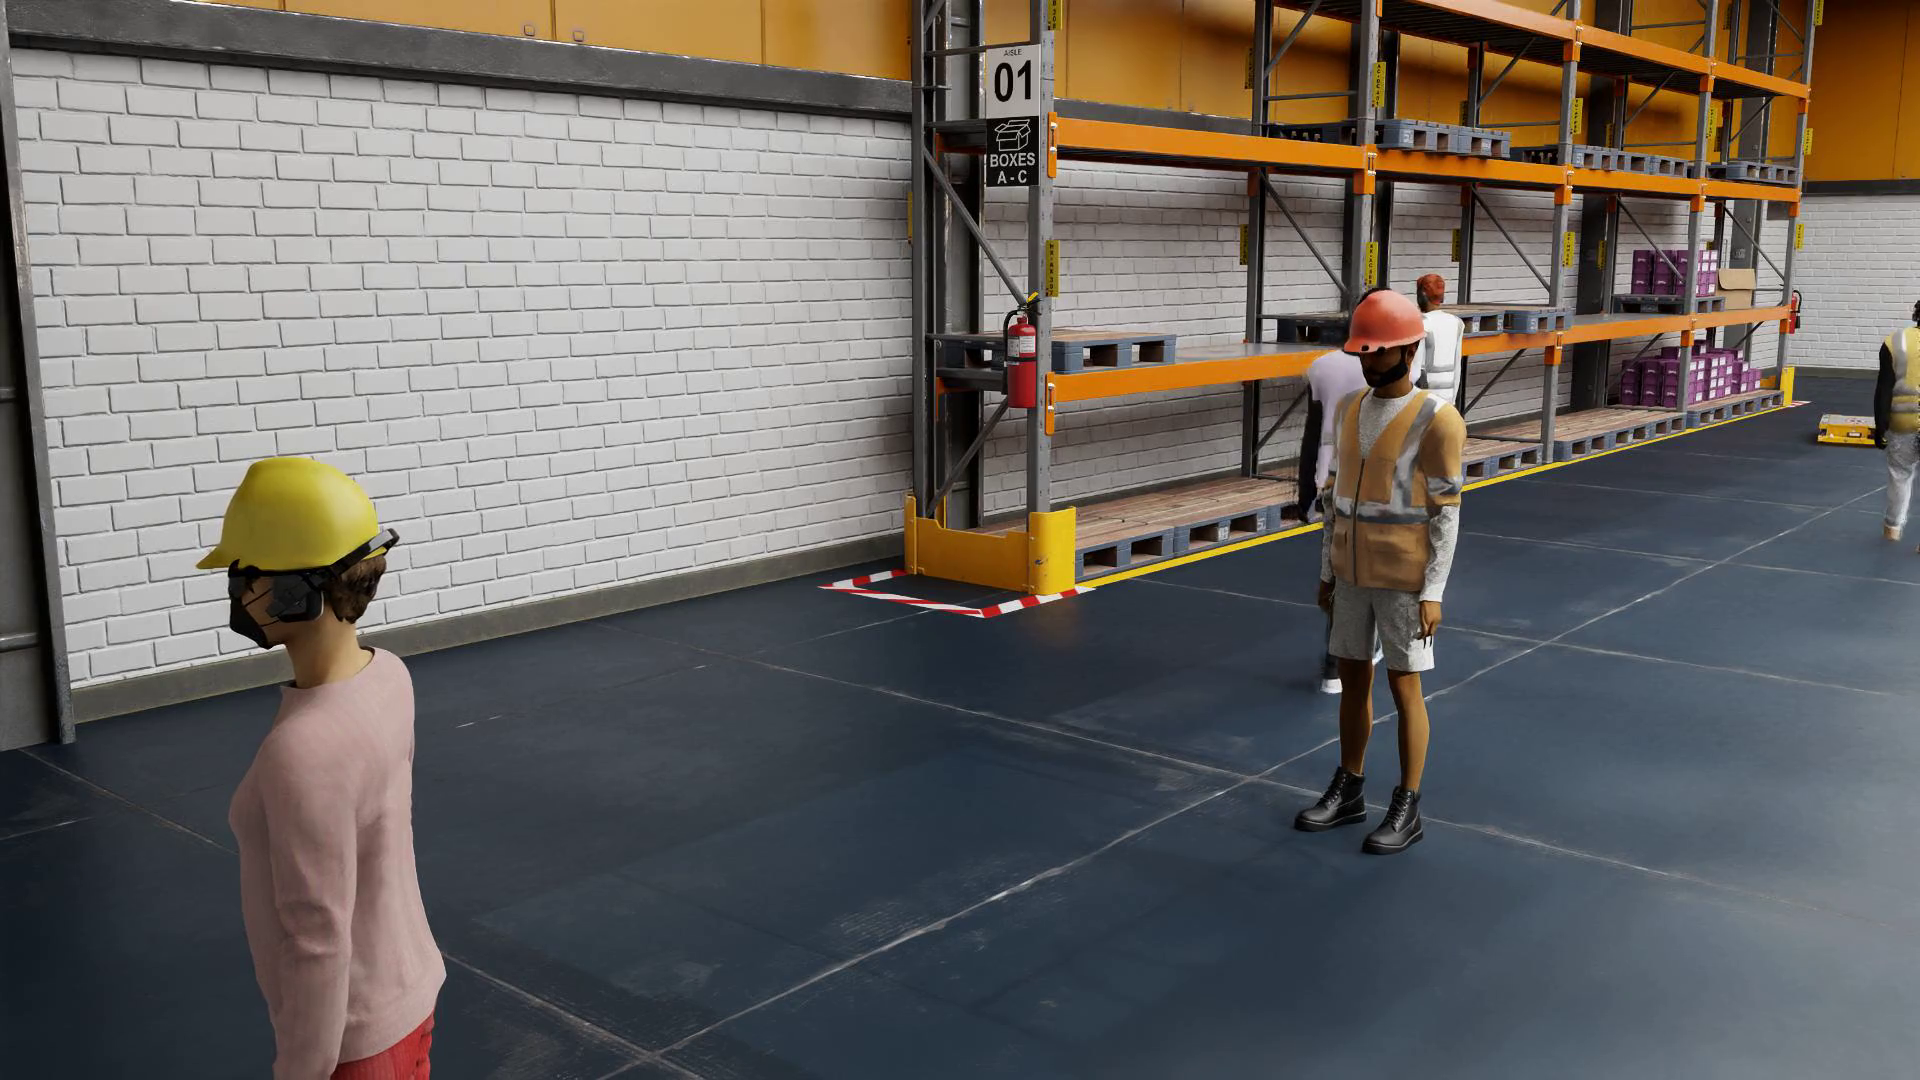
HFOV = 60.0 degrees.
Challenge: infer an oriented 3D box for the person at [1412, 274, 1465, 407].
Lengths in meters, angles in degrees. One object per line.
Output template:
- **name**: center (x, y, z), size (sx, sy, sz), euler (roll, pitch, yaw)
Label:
- **person**: center (3.523, -1.048, 12.491), size (0.585, 1.882, 0.337), euler (-7, 12, -33)

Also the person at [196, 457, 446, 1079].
- **person**: center (-0.971, 0.749, 2.599), size (0.309, 1.769, 0.523), euler (-1, 10, -7)

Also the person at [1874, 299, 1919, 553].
- **person**: center (6.645, -0.810, 11.456), size (0.634, 1.792, 1.011), euler (5, 11, 26)

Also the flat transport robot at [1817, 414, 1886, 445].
- **flat transport robot**: center (9.634, -1.194, 17.915), size (0.652, 0.197, 1.431), euler (5, 11, 28)

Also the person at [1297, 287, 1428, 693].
- **person**: center (1.998, -0.244, 7.903), size (0.888, 1.881, 0.631), euler (-10, 14, -44)

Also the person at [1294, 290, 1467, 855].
- **person**: center (1.444, 0.113, 5.742), size (0.368, 1.934, 0.543), euler (-7, 12, -36)
